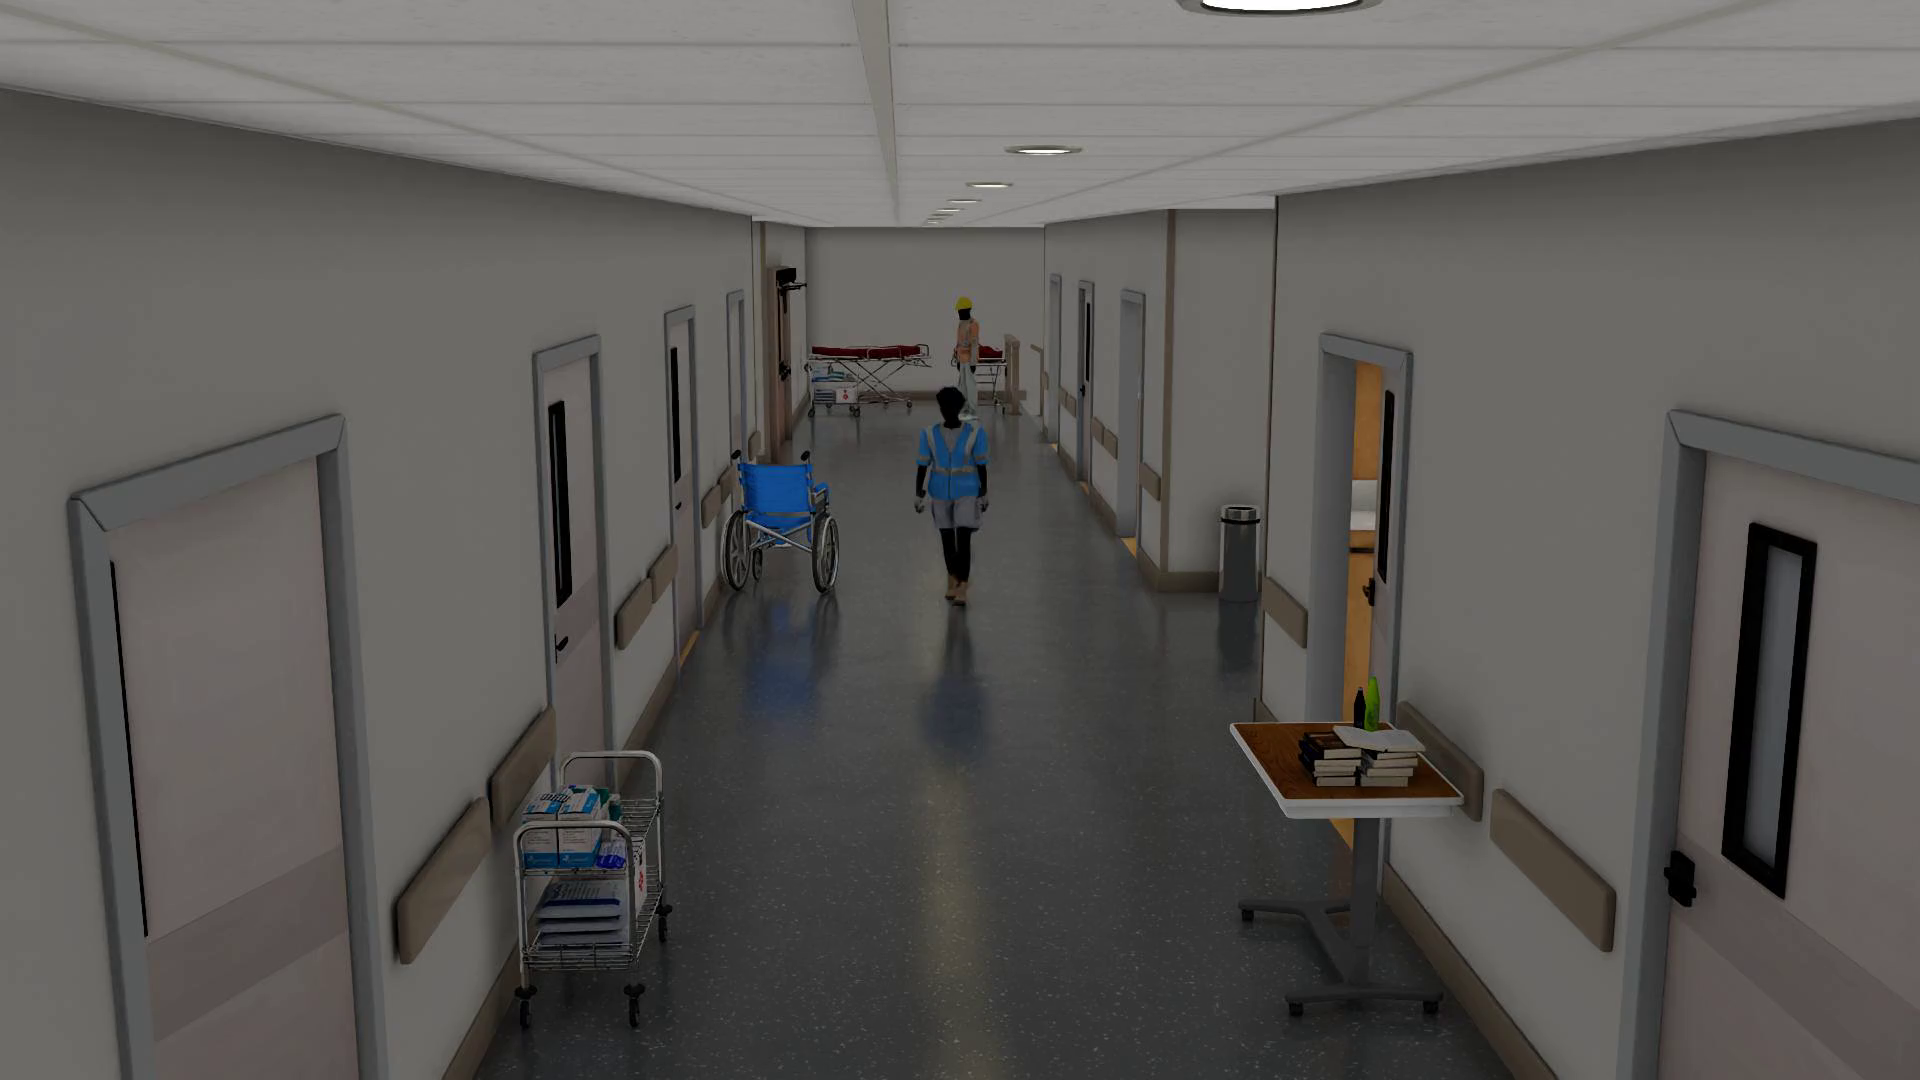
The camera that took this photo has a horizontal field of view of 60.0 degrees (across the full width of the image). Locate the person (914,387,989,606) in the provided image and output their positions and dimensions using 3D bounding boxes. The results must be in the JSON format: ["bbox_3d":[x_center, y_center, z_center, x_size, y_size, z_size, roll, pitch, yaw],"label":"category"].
[{"bbox_3d":[-0.087,-0.321,12.669,0.555,1.664,0.765,2,10,13],"label":"person"}]

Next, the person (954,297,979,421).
[{"bbox_3d":[0.097,-2.821,25.922,0.399,1.918,0.588,-4,11,-22],"label":"person"}]
